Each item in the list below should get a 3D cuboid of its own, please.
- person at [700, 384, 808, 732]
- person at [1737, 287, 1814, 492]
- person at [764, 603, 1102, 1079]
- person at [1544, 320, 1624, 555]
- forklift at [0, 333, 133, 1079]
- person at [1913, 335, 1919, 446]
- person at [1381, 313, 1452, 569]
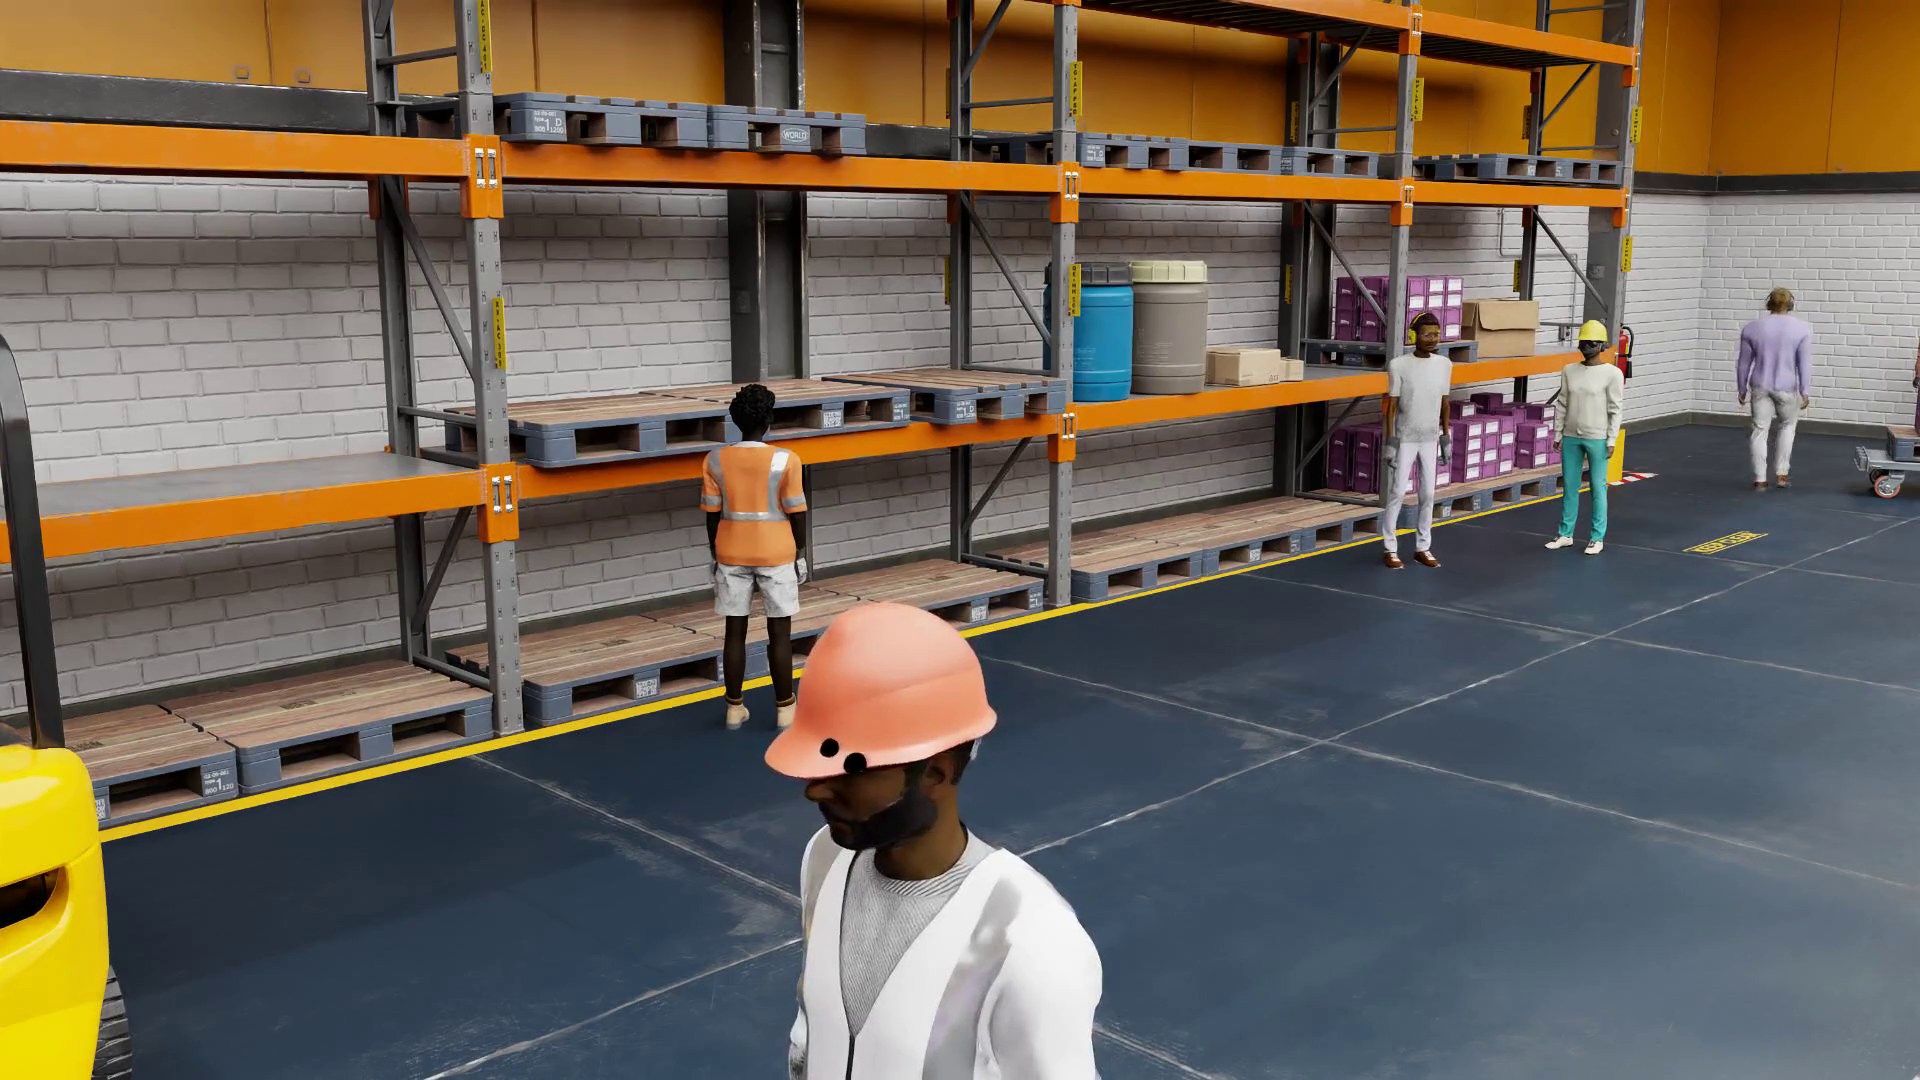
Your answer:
[{"bbox_3d":[-0.986,0.092,8.076,0.532,1.697,0.320,2,11,12],"label":"person"},{"bbox_3d":[7.715,-1.426,15.750,0.667,1.913,0.734,8,13,36],"label":"person"},{"bbox_3d":[-0.072,1.030,2.319,0.377,1.932,0.552,-10,14,-42],"label":"person"},{"bbox_3d":[4.747,-0.778,12.625,0.303,1.772,0.530,-9,13,-39],"label":"person"},{"bbox_3d":[-3.289,0.485,4.582,1.214,2.155,2.313,-10,14,-44],"label":"forklift"},{"bbox_3d":[10.958,-1.814,18.630,0.522,1.638,0.310,1,10,4],"label":"person"},{"bbox_3d":[3.312,-0.713,12.038,0.511,1.860,0.318,-2,11,-11],"label":"person"}]
